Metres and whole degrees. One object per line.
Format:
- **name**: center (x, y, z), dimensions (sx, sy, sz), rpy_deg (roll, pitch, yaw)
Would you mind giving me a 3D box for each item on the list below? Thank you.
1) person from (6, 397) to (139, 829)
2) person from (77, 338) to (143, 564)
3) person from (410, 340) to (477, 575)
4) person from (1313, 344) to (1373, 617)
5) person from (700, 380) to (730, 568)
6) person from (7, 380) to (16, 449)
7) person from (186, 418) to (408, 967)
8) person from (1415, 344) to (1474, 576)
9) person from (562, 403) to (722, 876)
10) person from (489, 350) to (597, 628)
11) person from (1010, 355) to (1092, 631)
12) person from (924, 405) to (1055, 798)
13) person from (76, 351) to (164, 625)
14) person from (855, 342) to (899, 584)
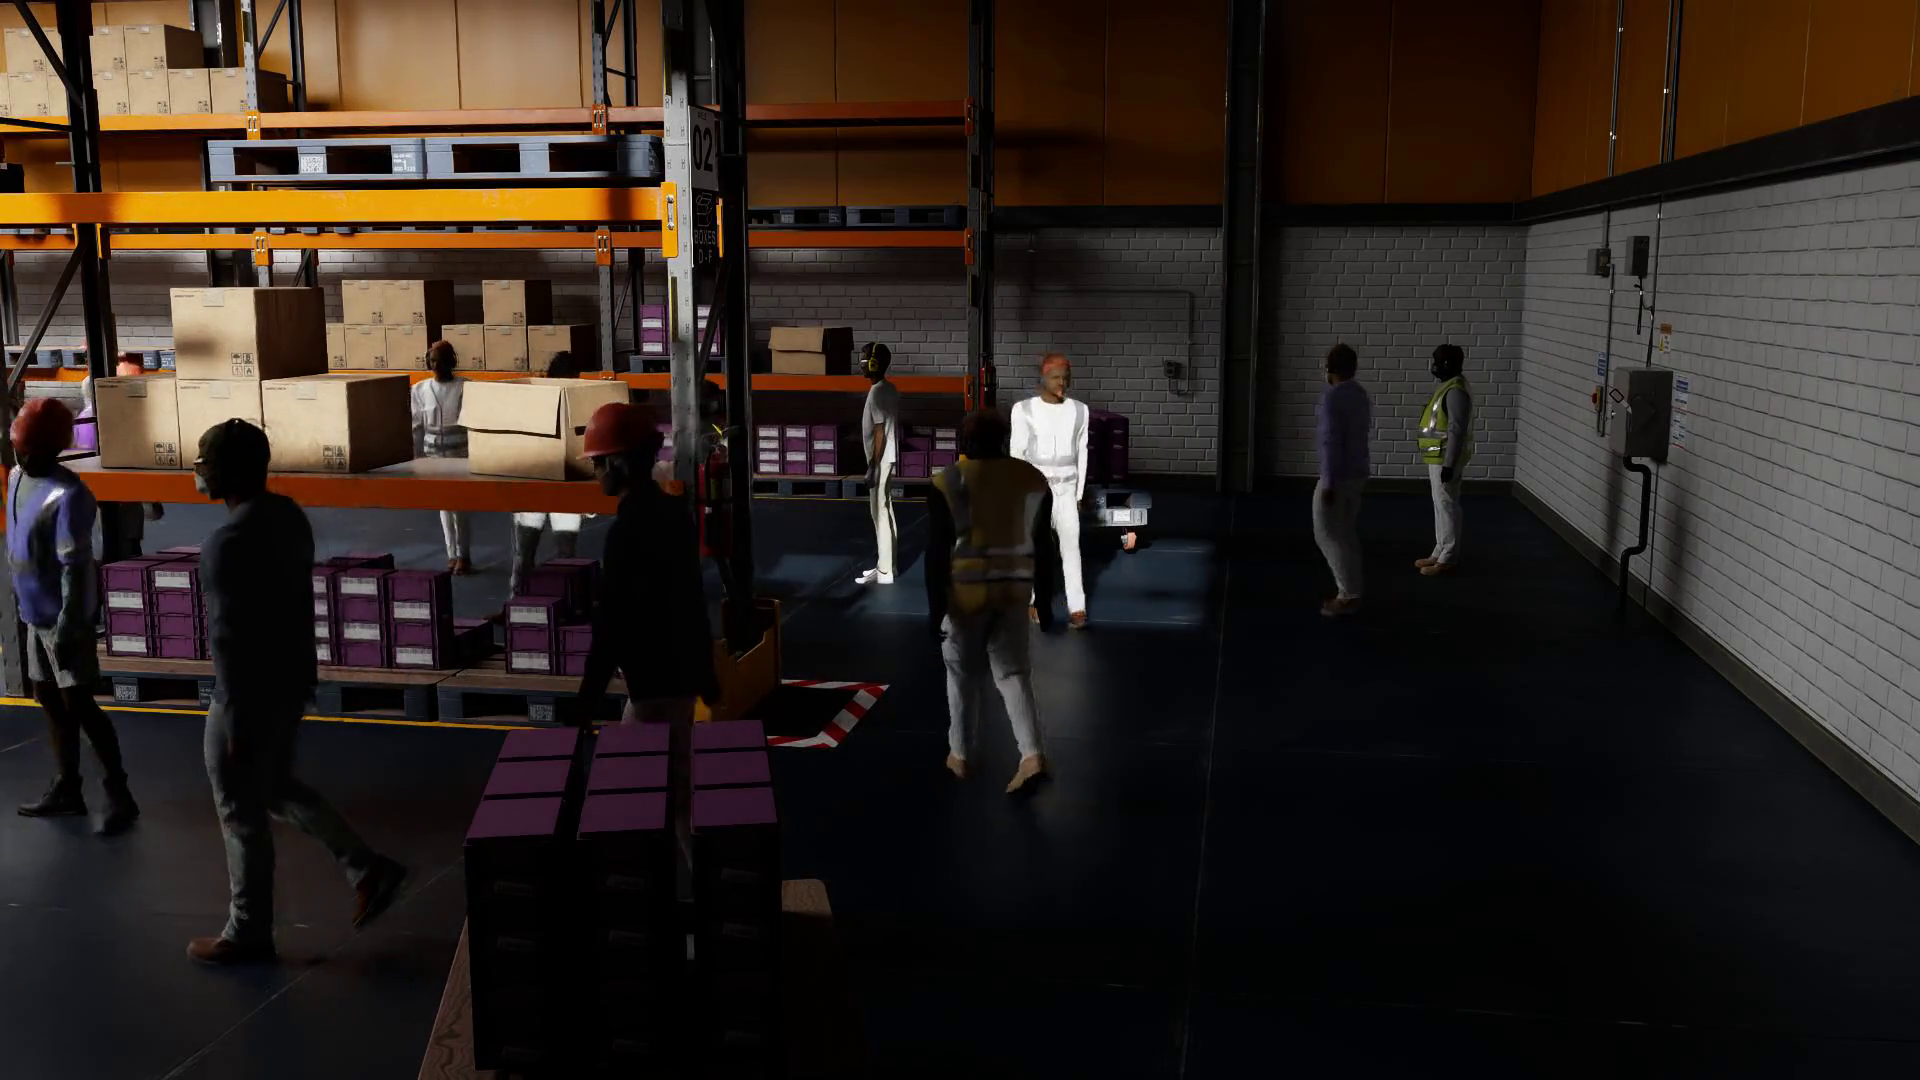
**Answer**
- **person**: center (-3.892, 0.323, 7.182), dimensions (0.662, 1.888, 0.389), rpy_deg (8, 12, 39)
- **person**: center (-7.036, -0.768, 13.750), dimensions (0.340, 1.942, 0.552), rpy_deg (2, 9, 9)
- **person**: center (-4.056, -0.632, 13.129), dimensions (0.616, 1.867, 0.530), rpy_deg (1, 9, 5)
- **person**: center (2.727, -0.413, 11.687), dimensions (0.491, 1.902, 0.660), rpy_deg (7, 12, 38)
- **person**: center (-1.840, -0.367, 12.268), dimensions (0.728, 1.609, 0.498), rpy_deg (9, 13, 43)
- **person**: center (-7.083, -0.381, 12.239), dimensions (0.884, 1.653, 0.533), rpy_deg (2, 9, 13)
- **person**: center (-2.355, 0.535, 5.724), dimensions (0.647, 1.927, 0.641), rpy_deg (0, 9, 1)
- **person**: center (3.858, -0.638, 13.260), dimensions (0.429, 1.843, 0.633), rpy_deg (2, 9, 9)
- **person**: center (-1.190, 0.494, 5.907), dimensions (0.868, 1.953, 0.623), rpy_deg (0, 9, 2)
- **person**: center (-2.777, -0.328, 11.183), dimensions (0.737, 1.895, 0.474), rpy_deg (-3, 10, -17)
- **person**: center (0.627, -0.302, 11.170), dimensions (0.578, 1.846, 0.887), rpy_deg (-2, 9, -11)
- **person**: center (0.161, 0.283, 7.689), dimensions (0.648, 1.804, 0.850), rpy_deg (-3, 10, -18)
- **person**: center (-5.700, -0.324, 11.169), dimensions (0.880, 1.903, 0.542), rpy_deg (3, 10, 20)
- **person**: center (-0.642, -0.592, 12.889), dimensions (0.318, 1.870, 0.531), rpy_deg (2, 9, 9)
